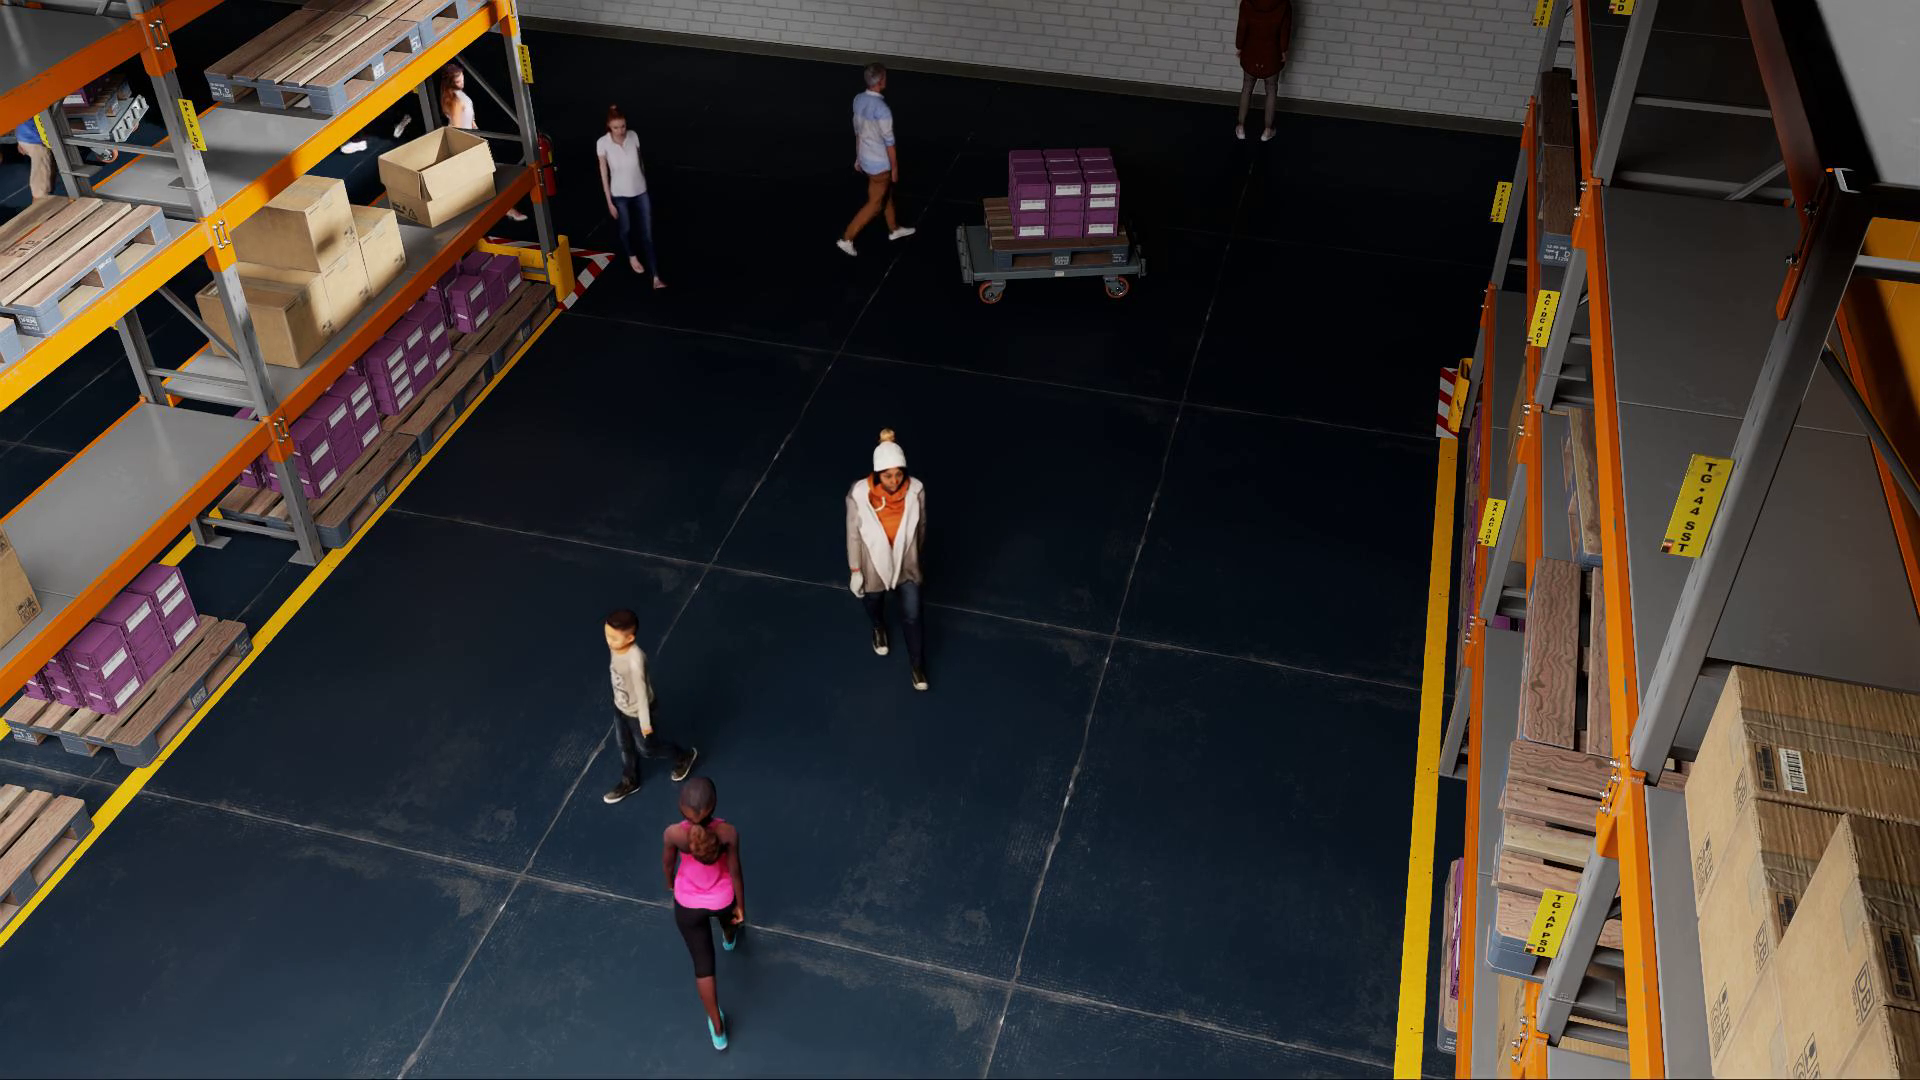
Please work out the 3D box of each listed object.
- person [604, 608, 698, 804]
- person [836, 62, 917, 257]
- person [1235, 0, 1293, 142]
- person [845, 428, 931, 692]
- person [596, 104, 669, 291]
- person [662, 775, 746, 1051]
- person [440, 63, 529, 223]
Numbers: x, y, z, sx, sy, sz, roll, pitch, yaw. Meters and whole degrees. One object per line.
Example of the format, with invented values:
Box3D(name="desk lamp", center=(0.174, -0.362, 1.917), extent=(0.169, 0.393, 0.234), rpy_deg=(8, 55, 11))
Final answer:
Box3D(name="person", center=(-1.890, 0.972, 9.992), extent=(0.938, 1.453, 0.842), rpy_deg=(-25, 45, -28))
Box3D(name="person", center=(-0.821, -3.449, 15.254), extent=(1.227, 1.795, 1.155), rpy_deg=(-20, 43, -24))
Box3D(name="person", center=(3.129, -5.042, 17.215), extent=(0.694, 1.837, 0.669), rpy_deg=(10, 40, 13))
Box3D(name="person", center=(-0.497, 0.029, 10.848), extent=(0.958, 1.859, 1.152), rpy_deg=(-5, 39, -7))
Box3D(name="person", center=(-3.009, -3.111, 14.907), extent=(1.023, 1.699, 1.141), rpy_deg=(-17, 42, -20))
Box3D(name="person", center=(-1.310, 1.947, 8.596), extent=(0.880, 1.671, 1.177), rpy_deg=(-5, 39, -7))
Box3D(name="person", center=(-4.723, -3.613, 15.538), extent=(1.107, 1.697, 1.134), rpy_deg=(-16, 41, -19))
